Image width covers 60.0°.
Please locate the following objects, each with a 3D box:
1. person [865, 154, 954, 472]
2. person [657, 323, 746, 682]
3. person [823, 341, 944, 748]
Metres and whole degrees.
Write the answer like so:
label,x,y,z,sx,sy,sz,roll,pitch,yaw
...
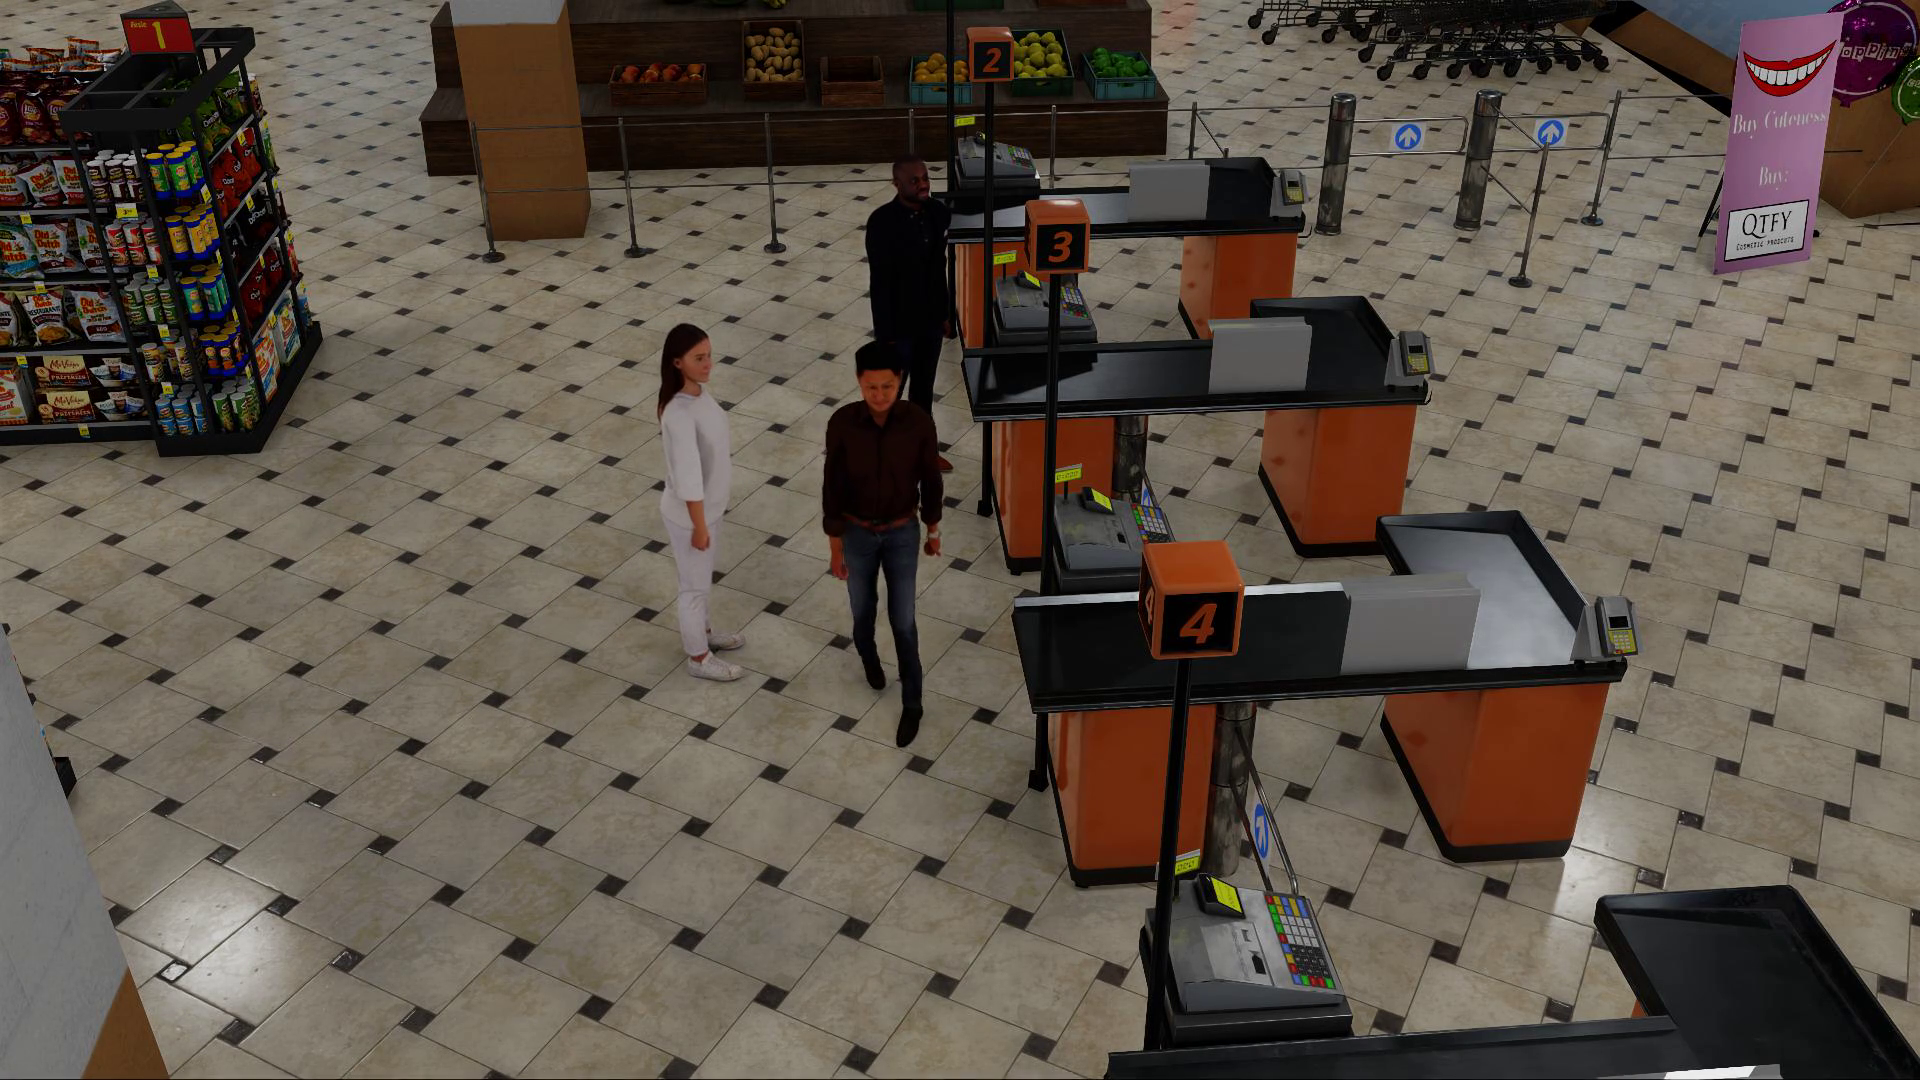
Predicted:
label,x,y,z,sx,sy,sz,roll,pitch,yaw
person,-0.269,-1.163,8.810,0.757,1.818,0.847,-26,40,-35
person,-1.166,-0.163,7.325,0.545,1.688,0.600,-1,32,-1
person,-0.358,-0.069,7.102,0.801,1.764,0.744,-1,32,-1
